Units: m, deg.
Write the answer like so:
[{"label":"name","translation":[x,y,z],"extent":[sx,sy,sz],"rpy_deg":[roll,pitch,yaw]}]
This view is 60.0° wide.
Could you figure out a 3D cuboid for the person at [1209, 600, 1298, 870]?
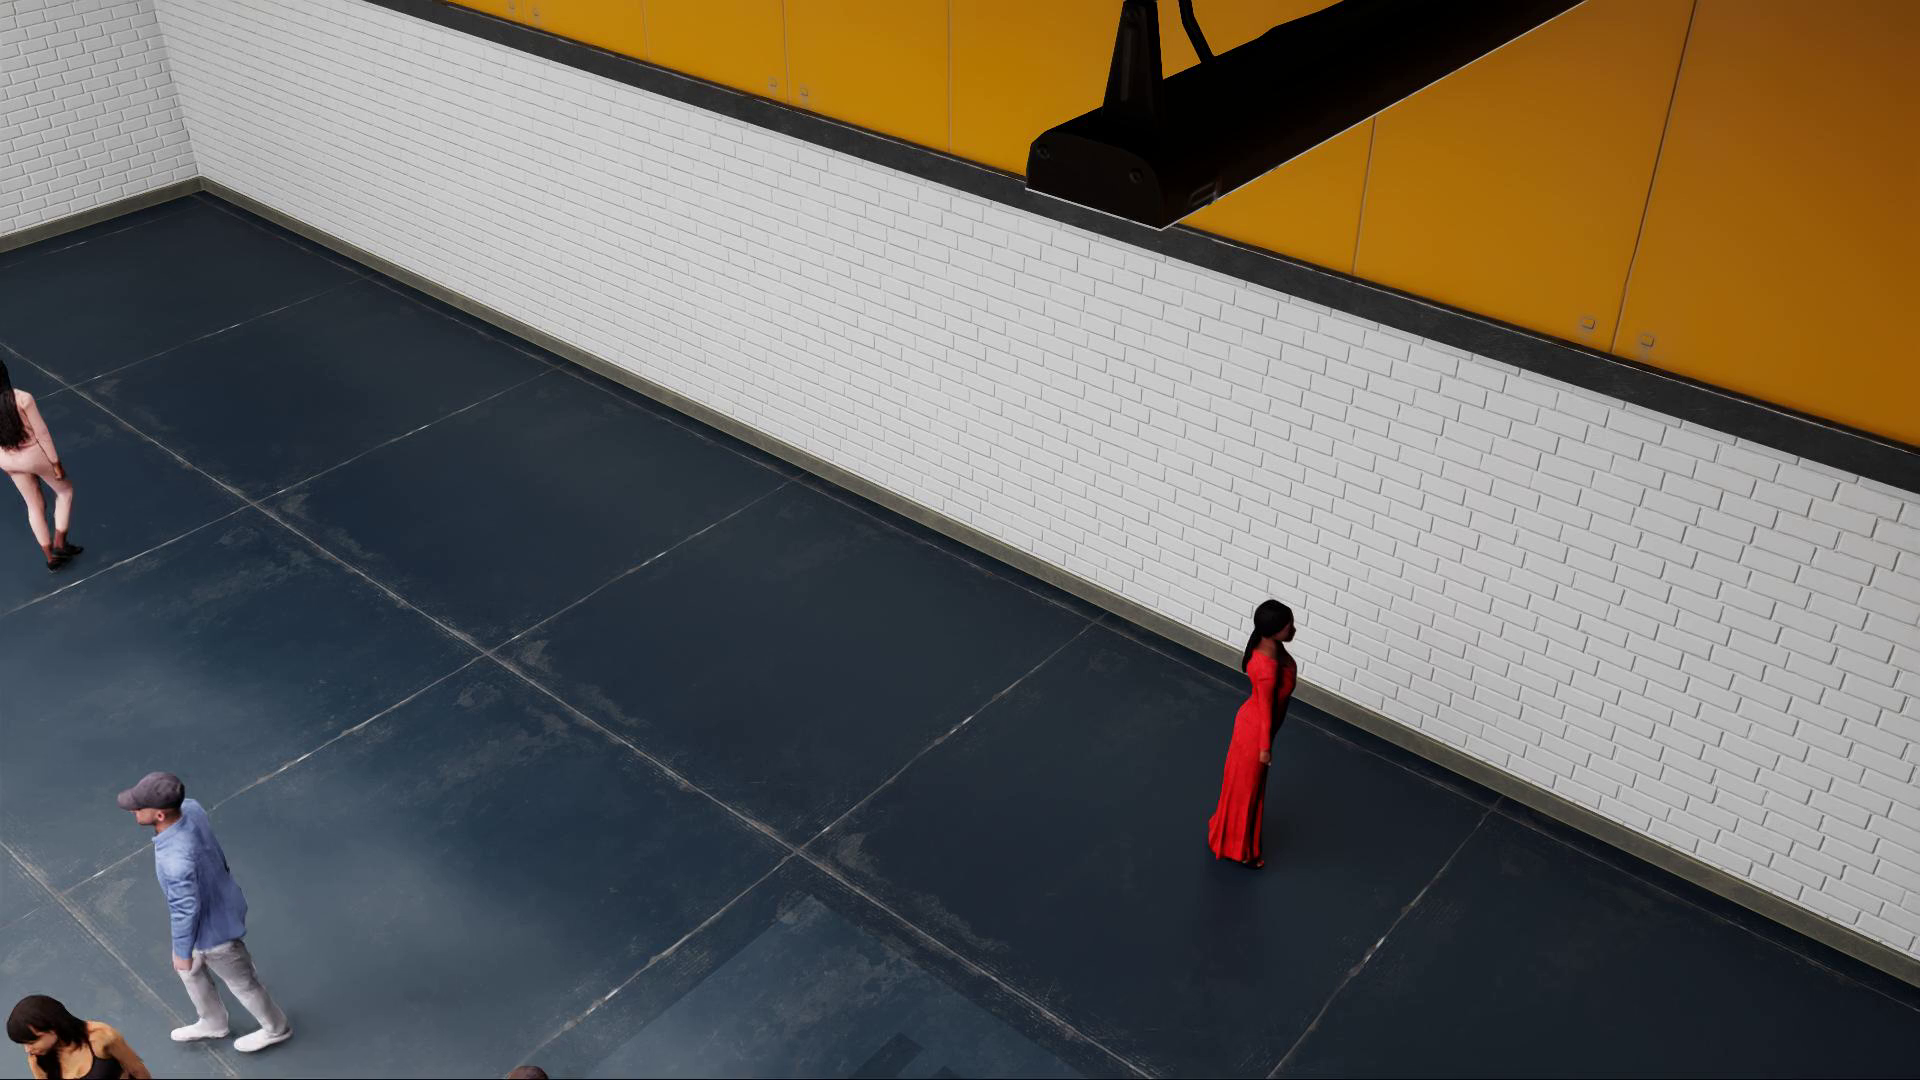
[{"label":"person","translation":[1.677,1.086,9.417],"extent":[0.797,1.785,0.709],"rpy_deg":[5,34,8]}]

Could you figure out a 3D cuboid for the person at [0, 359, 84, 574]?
[{"label":"person","translation":[-6.691,-0.496,11.859],"extent":[0.748,1.707,0.788],"rpy_deg":[1,34,2]}]

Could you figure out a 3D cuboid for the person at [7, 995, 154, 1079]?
[{"label":"person","translation":[-3.750,2.505,7.438],"extent":[0.724,1.602,0.791],"rpy_deg":[-12,36,-18]}]

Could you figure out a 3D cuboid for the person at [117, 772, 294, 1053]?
[{"label":"person","translation":[-3.596,1.848,8.188],"extent":[0.990,1.867,0.910],"rpy_deg":[-9,35,-14]}]
